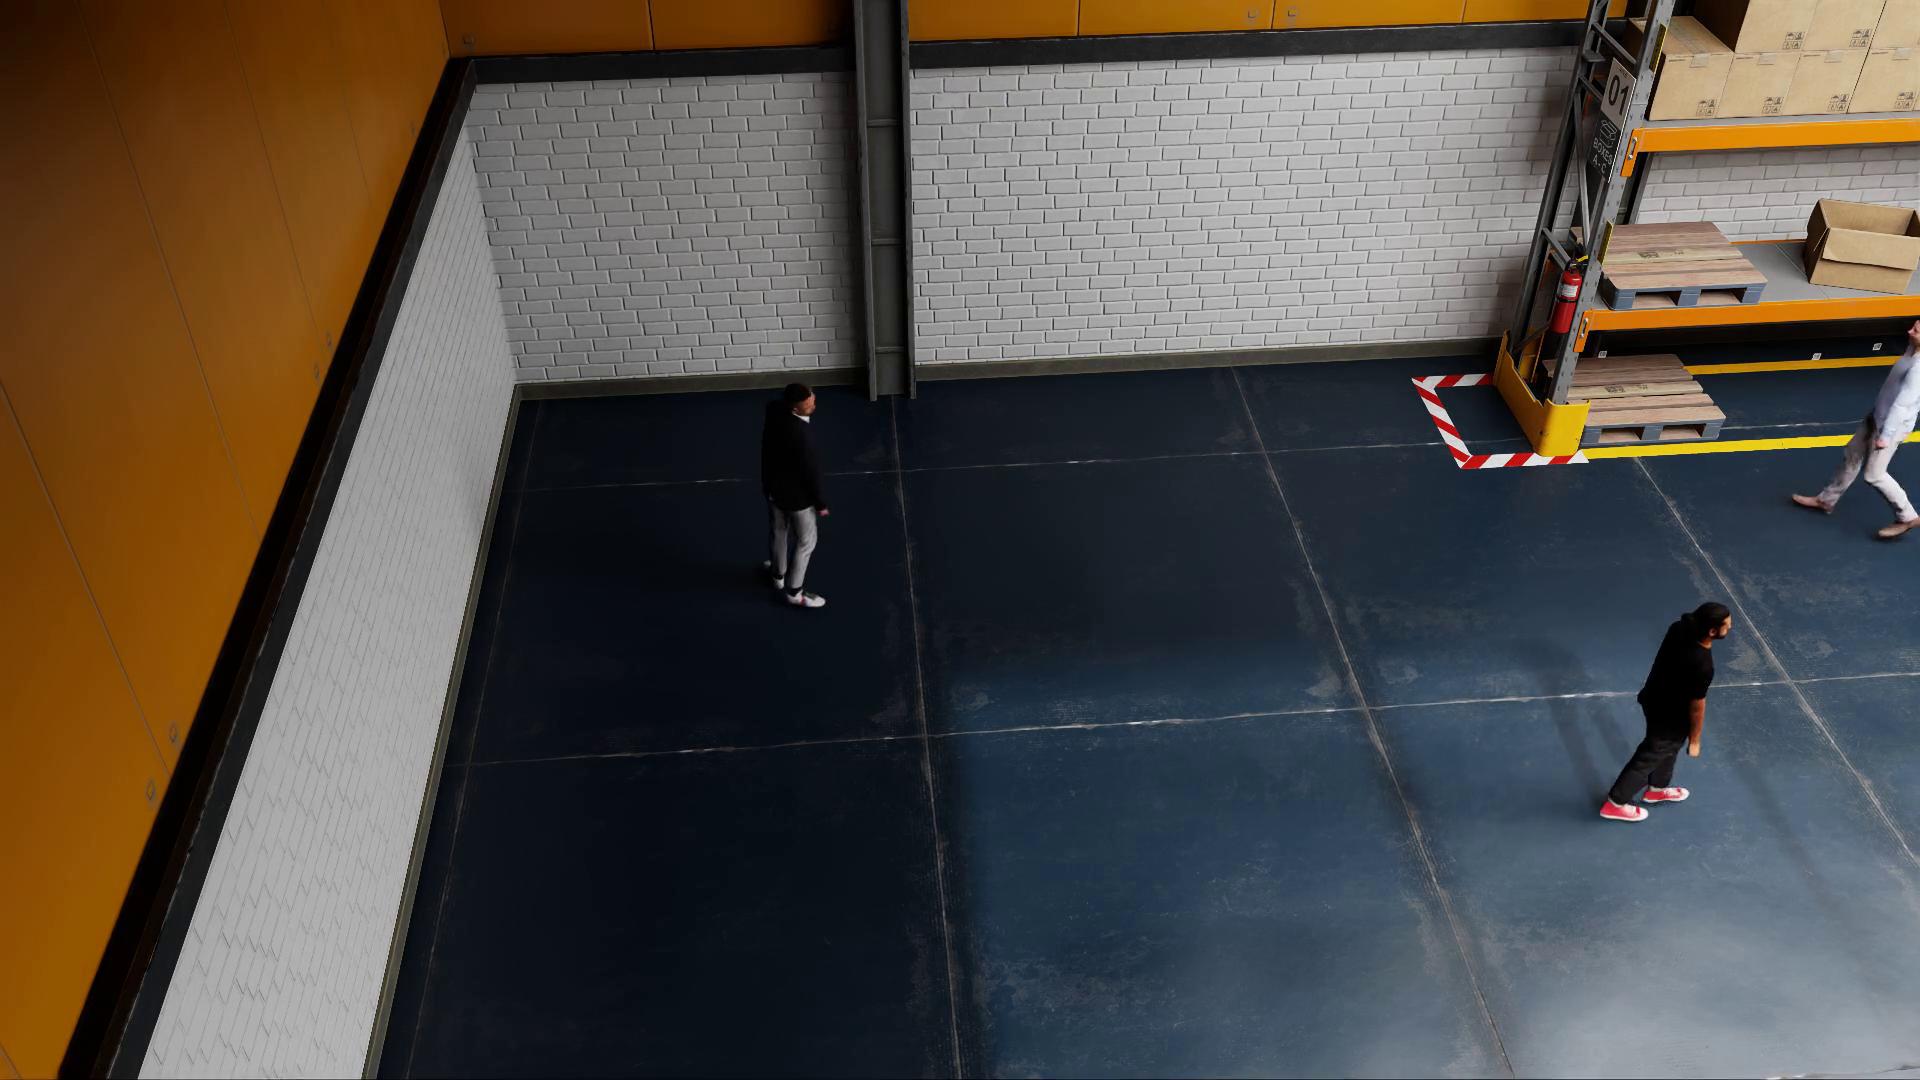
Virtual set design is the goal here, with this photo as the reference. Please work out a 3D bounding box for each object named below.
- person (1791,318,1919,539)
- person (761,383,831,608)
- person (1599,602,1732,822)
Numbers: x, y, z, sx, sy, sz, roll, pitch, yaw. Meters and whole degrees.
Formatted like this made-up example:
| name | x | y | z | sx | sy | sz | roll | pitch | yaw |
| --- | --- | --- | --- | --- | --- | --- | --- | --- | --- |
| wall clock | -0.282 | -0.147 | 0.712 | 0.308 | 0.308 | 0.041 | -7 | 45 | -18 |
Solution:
| name | x | y | z | sx | sy | sz | roll | pitch | yaw |
| --- | --- | --- | --- | --- | --- | --- | --- | --- | --- |
| person | 6.932 | -0.830 | 12.265 | 1.236 | 1.867 | 1.036 | 16 | 41 | 19 |
| person | -1.258 | -0.396 | 11.688 | 0.899 | 1.907 | 0.883 | 24 | 45 | 27 |
| person | 4.178 | 1.047 | 10.016 | 0.849 | 1.740 | 0.715 | 1 | 39 | 2 |
